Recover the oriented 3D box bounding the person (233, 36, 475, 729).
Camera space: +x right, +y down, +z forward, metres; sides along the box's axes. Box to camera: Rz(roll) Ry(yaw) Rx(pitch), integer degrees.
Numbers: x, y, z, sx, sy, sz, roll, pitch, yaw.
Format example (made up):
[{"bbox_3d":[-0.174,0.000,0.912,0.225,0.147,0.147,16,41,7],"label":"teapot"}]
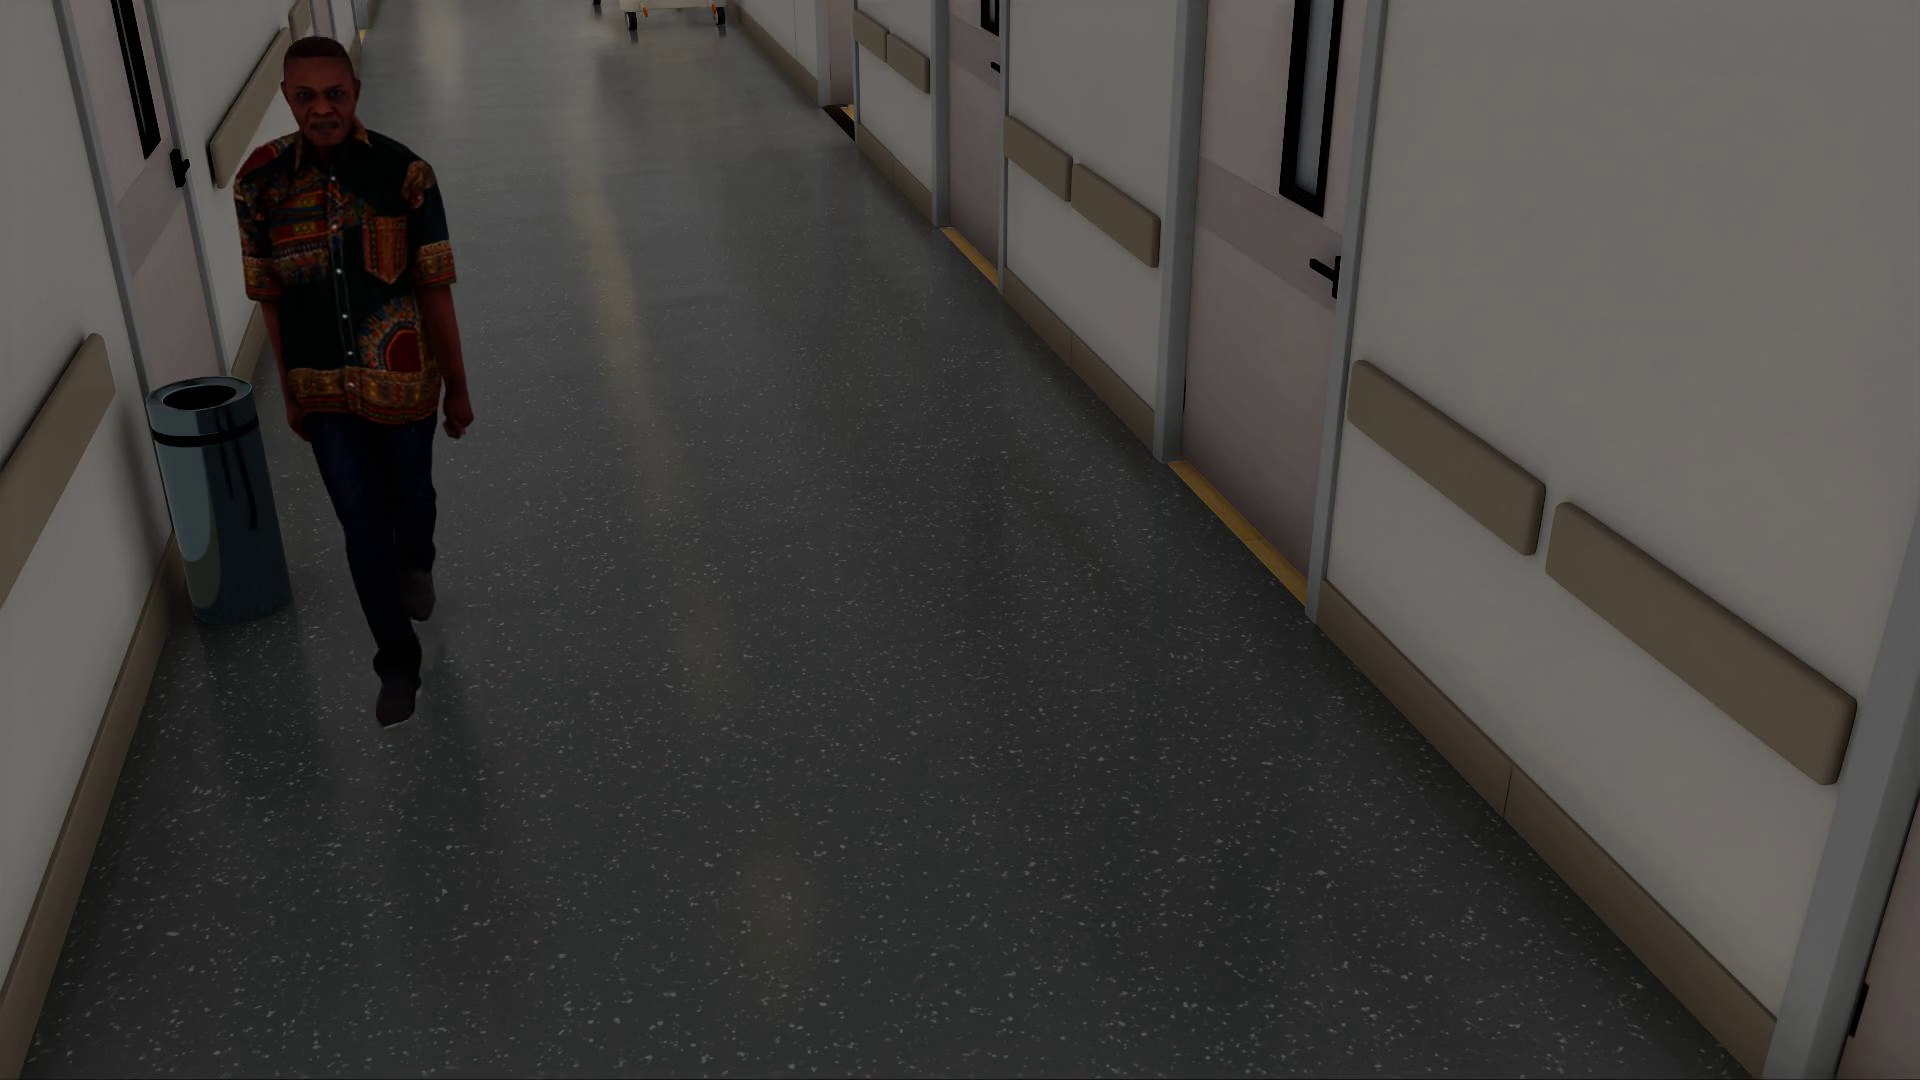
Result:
[{"bbox_3d":[-1.638,-0.468,4.636,1.126,1.761,0.757,-7,27,-14],"label":"person"}]
